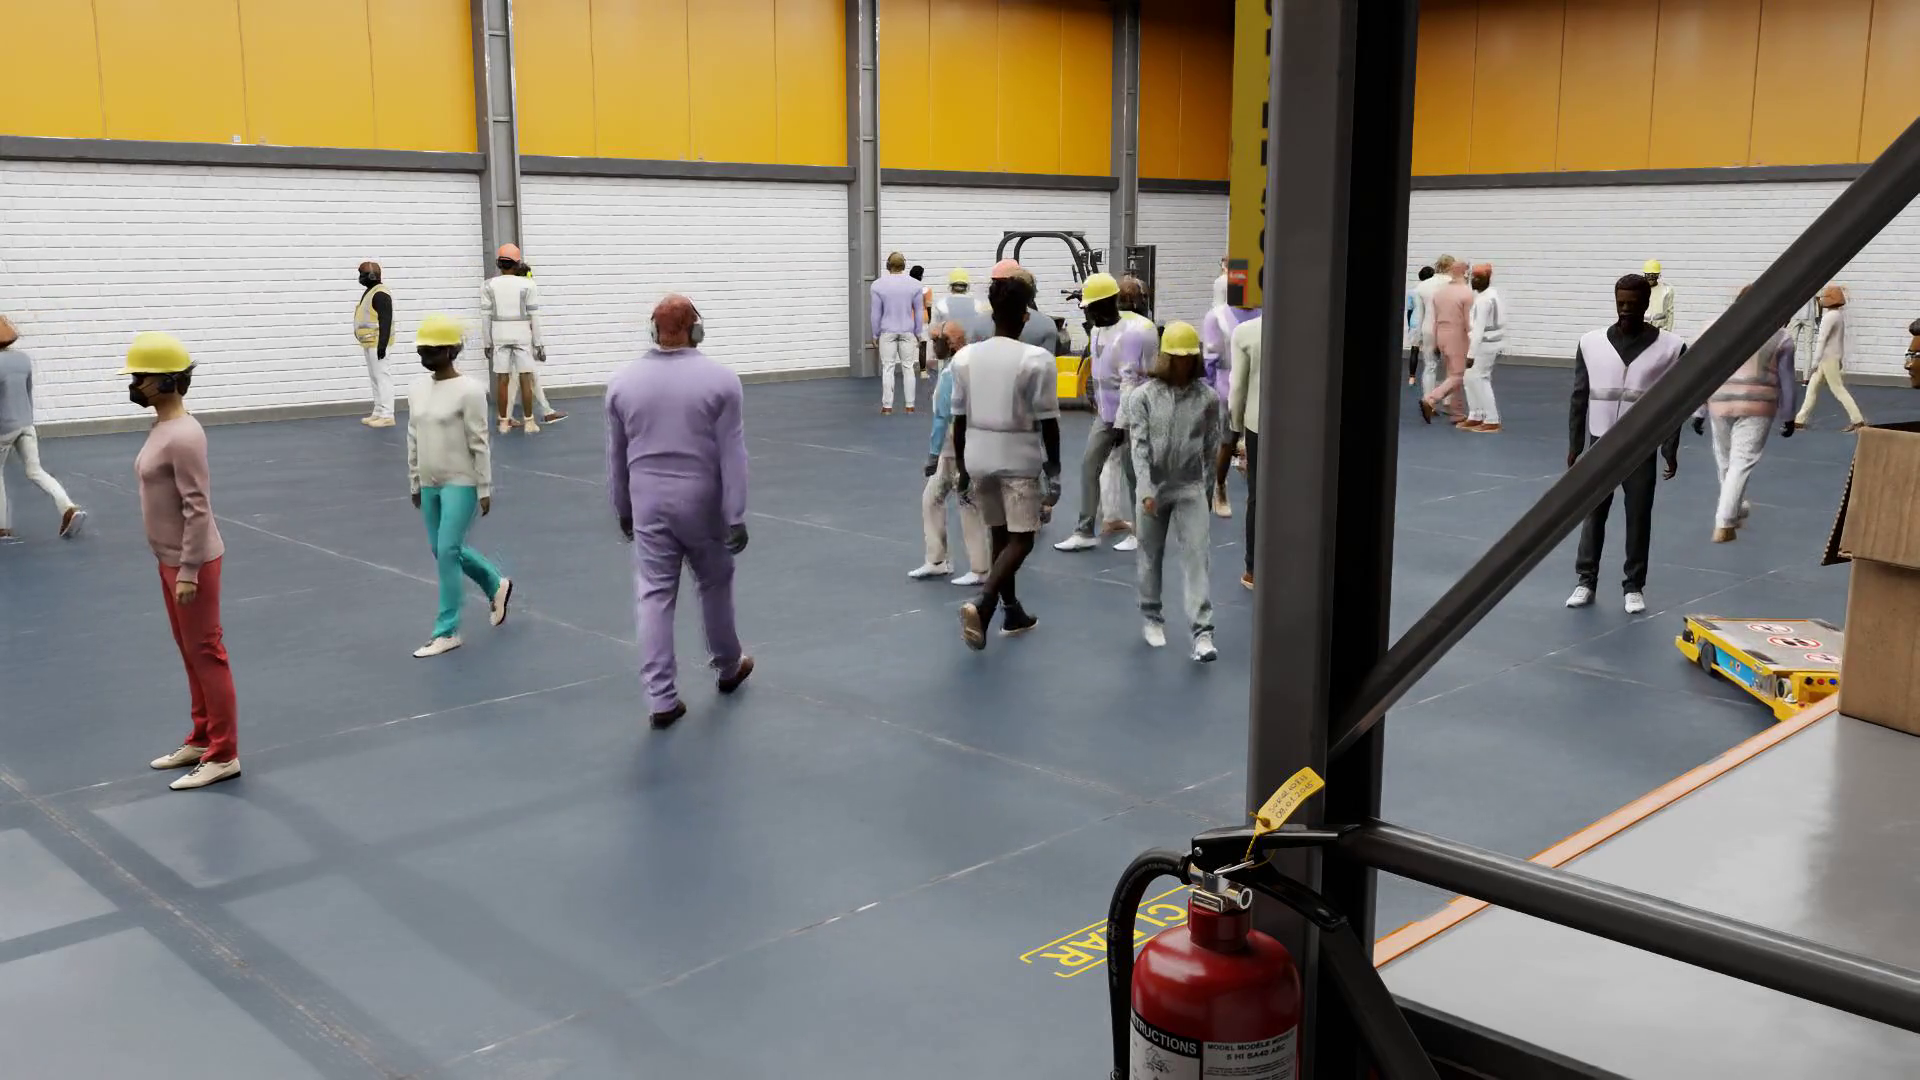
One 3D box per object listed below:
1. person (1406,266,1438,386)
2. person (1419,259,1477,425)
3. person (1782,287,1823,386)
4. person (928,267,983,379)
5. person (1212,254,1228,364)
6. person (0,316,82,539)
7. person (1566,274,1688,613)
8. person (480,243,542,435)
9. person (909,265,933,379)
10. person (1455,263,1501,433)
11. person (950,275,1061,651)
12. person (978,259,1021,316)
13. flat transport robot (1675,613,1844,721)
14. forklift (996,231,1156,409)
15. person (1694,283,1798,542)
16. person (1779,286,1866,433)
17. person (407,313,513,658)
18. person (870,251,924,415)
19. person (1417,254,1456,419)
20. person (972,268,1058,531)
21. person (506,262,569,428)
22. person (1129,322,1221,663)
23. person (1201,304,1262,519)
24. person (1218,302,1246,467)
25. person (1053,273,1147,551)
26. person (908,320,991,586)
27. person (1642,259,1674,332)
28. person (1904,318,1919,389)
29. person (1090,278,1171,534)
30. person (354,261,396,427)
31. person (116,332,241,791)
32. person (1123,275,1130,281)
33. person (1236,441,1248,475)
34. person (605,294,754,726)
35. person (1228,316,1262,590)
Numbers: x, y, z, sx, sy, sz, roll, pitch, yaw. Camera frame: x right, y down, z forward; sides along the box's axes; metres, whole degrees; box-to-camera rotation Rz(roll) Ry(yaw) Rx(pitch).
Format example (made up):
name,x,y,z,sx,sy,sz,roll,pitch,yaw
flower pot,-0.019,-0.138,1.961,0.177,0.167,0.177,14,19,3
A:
name,x,y,z,sx,sy,sz,roll,pitch,yaw
person,6.569,-3.016,23.530,0.533,1.697,0.318,6,12,31
person,5.489,-2.195,18.596,0.759,1.873,0.663,-4,11,-20
person,11.979,-3.124,23.633,0.532,1.876,0.321,7,13,35
person,-0.023,-1.943,17.382,0.595,1.814,0.757,-3,11,-14
person,3.649,-2.940,22.628,0.645,1.880,0.460,-7,13,-34
person,-6.574,-0.778,11.603,0.788,1.600,0.498,3,11,14
person,3.775,-0.547,9.464,0.597,1.916,0.372,5,12,27
person,-4.791,-2.139,17.801,0.615,2.043,0.373,-1,10,-6
person,-0.652,-3.225,24.686,0.536,1.693,0.319,4,11,19
person,5.598,-2.052,17.892,0.551,1.834,0.667,3,11,15
person,0.210,-0.394,8.585,0.605,1.938,0.842,6,12,30
person,0.361,-1.362,13.861,0.376,1.934,0.546,-6,12,-28
flat transport robot,3.933,0.589,7.763,0.652,0.197,1.431,1,10,4
forklift,1.222,-2.721,20.561,2.313,2.155,1.214,2,11,13
person,5.584,-0.909,11.777,0.646,1.789,0.959,9,14,41
person,9.448,-1.956,18.043,0.874,1.593,0.505,8,13,38
person,-2.608,-0.309,8.648,0.530,1.744,0.746,6,12,29
person,-0.747,-2.445,19.755,0.636,1.939,0.365,-2,11,-10
person,5.629,-2.368,19.412,0.631,1.910,0.579,7,13,35
person,0.417,-0.948,11.687,0.627,1.896,0.923,3,11,14
person,-4.776,-2.171,18.569,0.921,1.816,0.613,-7,12,-33
person,1.084,-0.237,8.374,0.480,1.698,0.890,-1,10,-4
person,2.053,-1.076,12.178,0.618,2.000,1.011,0,10,-2
person,2.511,-1.584,15.179,0.629,1.905,0.590,-4,11,-19
person,0.976,-0.830,11.116,0.824,1.870,0.616,-5,12,-27
person,-0.094,-0.520,10.130,0.653,1.612,0.531,0,10,0
person,8.921,-2.717,21.561,0.593,1.824,0.403,2,11,13
person,3.512,0.115,6.021,0.514,1.861,0.321,-10,15,-44
person,1.255,-0.950,11.907,0.614,1.823,0.637,-9,14,-41
person,-6.562,-2.194,18.654,0.429,1.841,0.634,-7,12,-32
person,-3.031,0.081,6.453,0.317,1.769,0.523,-7,13,-34
person,2.188,-2.660,21.803,0.637,1.617,0.513,1,10,6
person,2.820,-1.485,14.241,0.793,2.000,0.692,-4,11,-19
person,-1.227,-0.161,7.487,0.673,1.860,0.949,2,11,9
person,1.918,-0.686,10.007,0.612,1.996,0.389,2,11,10
